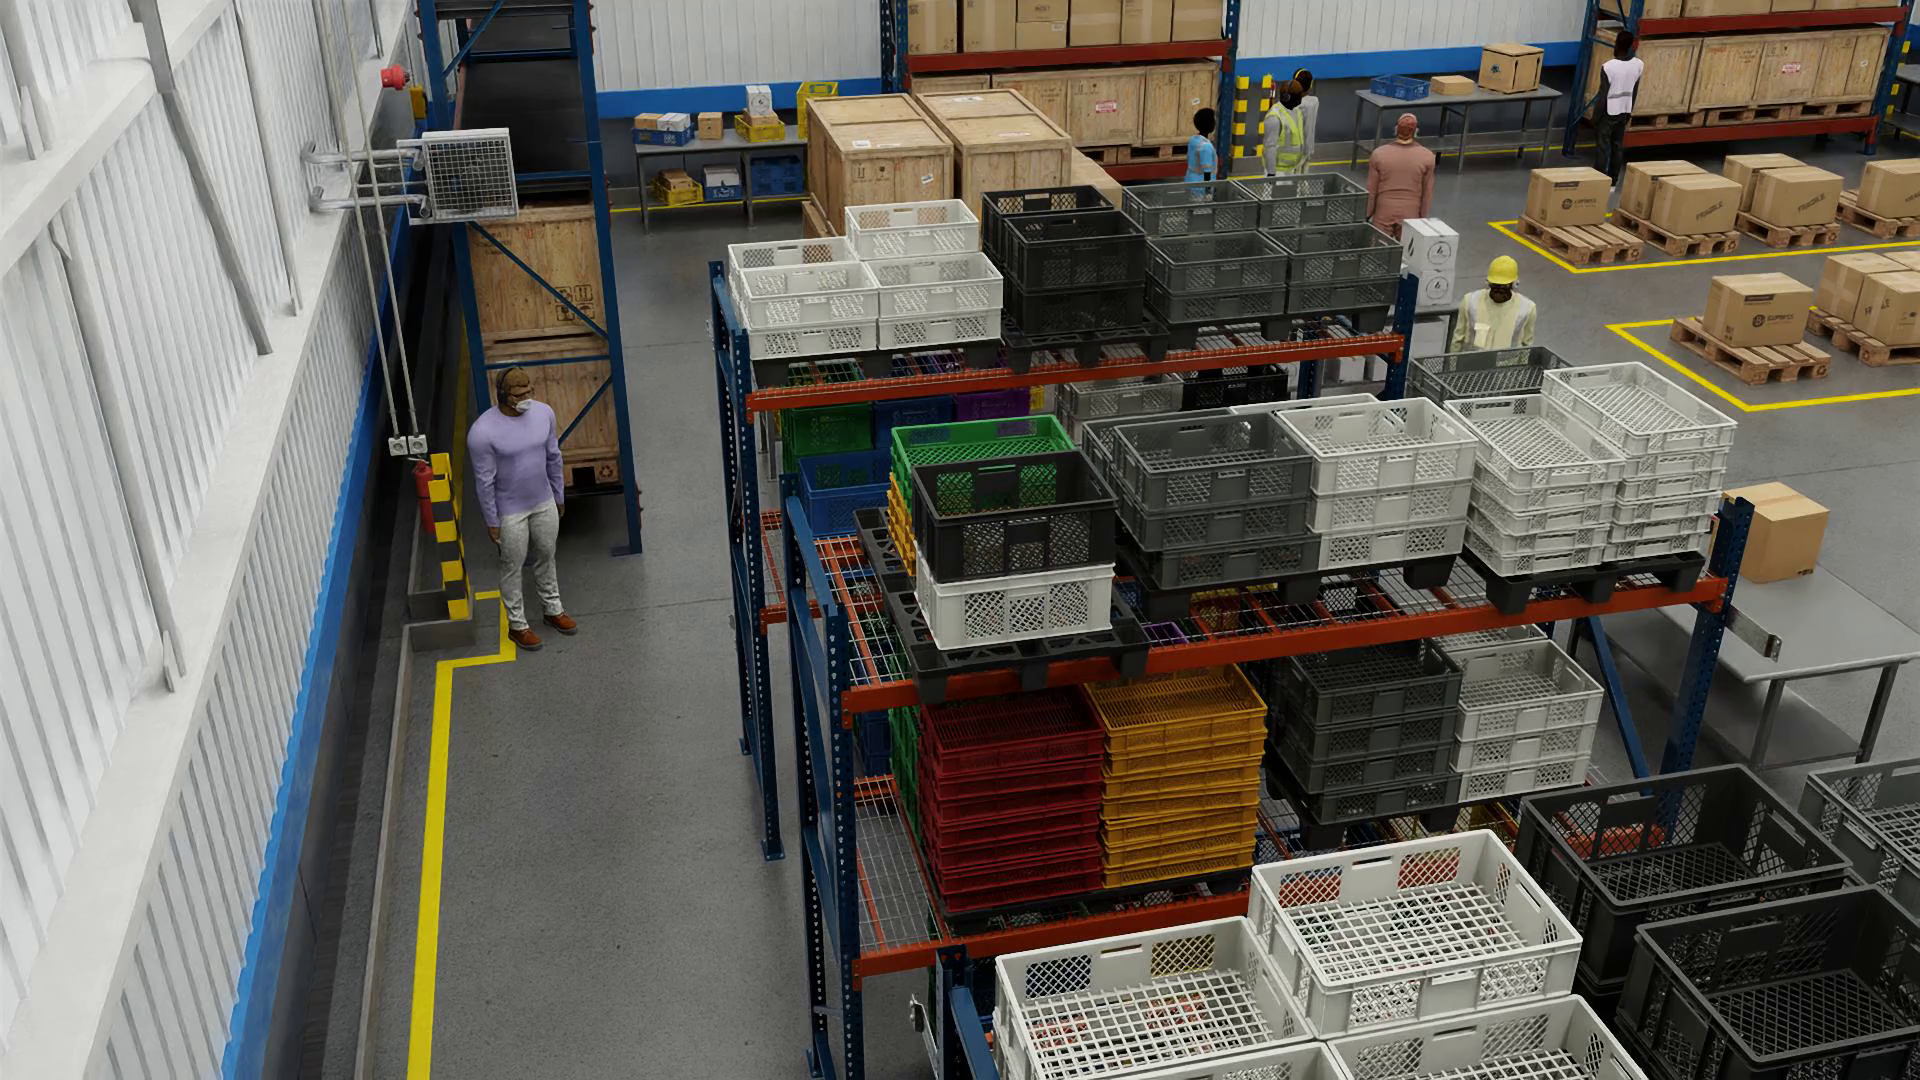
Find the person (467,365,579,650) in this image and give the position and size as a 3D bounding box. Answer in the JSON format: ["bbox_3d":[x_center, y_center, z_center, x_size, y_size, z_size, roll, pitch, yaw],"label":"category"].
[{"bbox_3d":[-2.793,-0.221,10.672,0.374,1.933,0.625,23,35,36],"label":"person"}]

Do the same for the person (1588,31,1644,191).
[{"bbox_3d":[7.855,-5.134,20.004,0.591,1.920,0.393,-11,30,-20],"label":"person"}]

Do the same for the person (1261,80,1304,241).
[{"bbox_3d":[3.503,-4.083,18.106,0.431,1.835,0.623,18,33,31],"label":"person"}]

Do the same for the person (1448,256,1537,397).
[{"bbox_3d":[4.074,-1.311,12.841,0.600,1.831,0.404,8,29,16],"label":"person"}]

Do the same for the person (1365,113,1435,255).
[{"bbox_3d":[4.324,-3.260,16.456,0.646,1.913,0.409,6,28,11],"label":"person"}]

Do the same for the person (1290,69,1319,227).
[{"bbox_3d":[3.736,-4.261,18.406,0.330,1.865,0.518,20,34,33],"label":"person"}]

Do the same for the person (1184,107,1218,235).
[{"bbox_3d":[2.530,-3.693,17.501,0.318,1.699,0.533,-6,28,-11],"label":"person"}]
